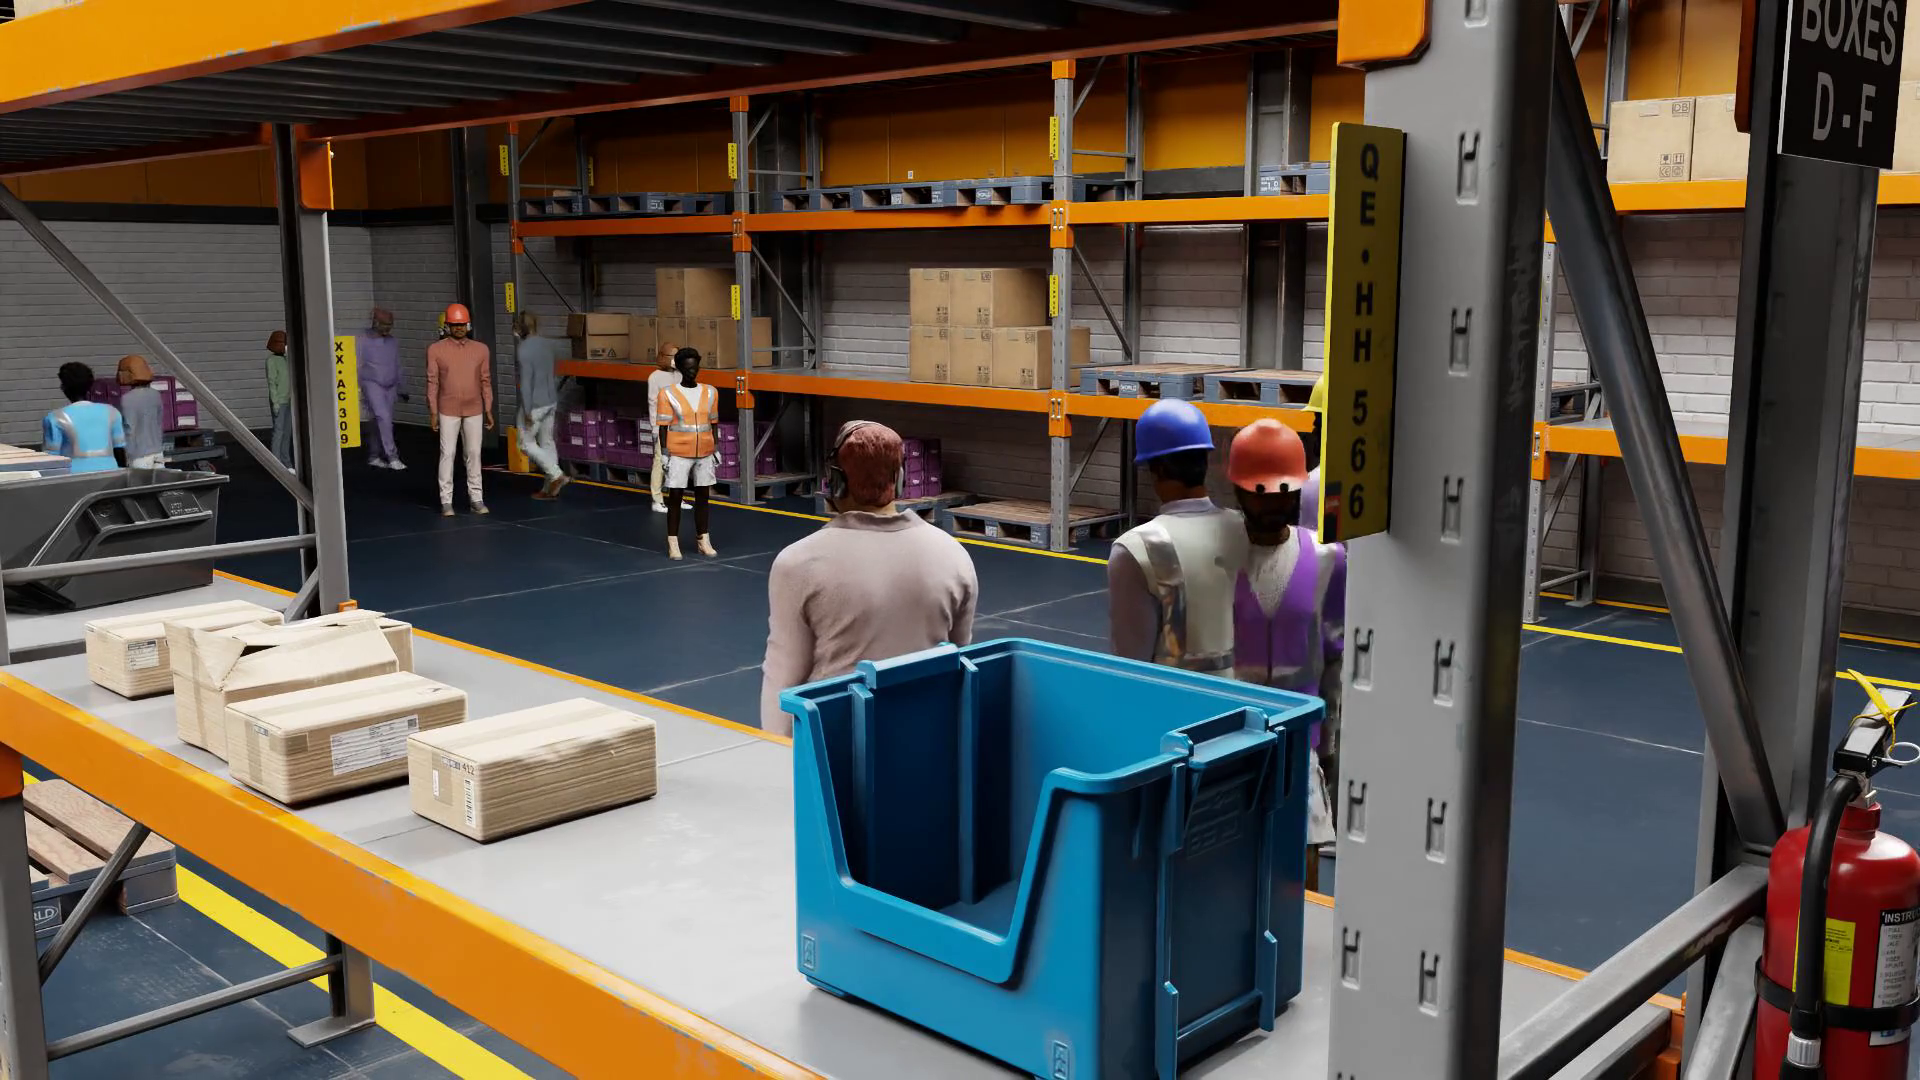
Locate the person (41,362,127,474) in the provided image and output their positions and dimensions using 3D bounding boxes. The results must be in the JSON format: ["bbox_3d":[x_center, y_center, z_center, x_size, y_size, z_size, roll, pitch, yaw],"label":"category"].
[{"bbox_3d":[-6.044,-0.381,11.425,0.593,1.674,0.557,6,11,33],"label":"person"}]

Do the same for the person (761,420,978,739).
[{"bbox_3d":[-0.269,0.613,4.702,0.643,1.900,0.403,-6,11,-32],"label":"person"}]

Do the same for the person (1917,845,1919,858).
[{"bbox_3d":[2.480,0.771,3.912,0.525,1.849,0.385,-1,9,-5],"label":"person"}]

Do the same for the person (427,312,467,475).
[{"bbox_3d":[-5.710,-1.638,18.677,0.592,1.837,0.404,-9,13,-42],"label":"person"}]

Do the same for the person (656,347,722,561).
[{"bbox_3d":[-2.153,-0.687,13.273,0.542,1.695,0.316,-6,11,-31],"label":"person"}]

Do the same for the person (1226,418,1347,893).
[{"bbox_3d":[0.876,0.595,4.831,0.557,1.880,0.989,0,9,-2],"label":"person"}]

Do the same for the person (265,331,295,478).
[{"bbox_3d":[-7.520,-1.506,18.490,0.277,1.633,0.502,0,9,2],"label":"person"}]

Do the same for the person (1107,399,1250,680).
[{"bbox_3d":[0.652,0.555,4.923,0.603,1.937,0.402,-6,11,-34],"label":"person"}]

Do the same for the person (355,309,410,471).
[{"bbox_3d":[-6.616,-1.719,19.138,0.888,1.843,0.700,4,10,25],"label":"person"}]

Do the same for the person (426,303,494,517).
[{"bbox_3d":[-4.684,-1.219,15.628,0.614,1.993,0.395,-6,11,-31],"label":"person"}]

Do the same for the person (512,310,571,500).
[{"bbox_3d":[-4.144,-1.316,16.453,0.498,1.917,0.659,3,10,19],"label":"person"}]

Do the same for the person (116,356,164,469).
[{"bbox_3d":[-6.536,-0.645,13.282,0.430,1.629,0.509,1,9,6],"label":"person"}]

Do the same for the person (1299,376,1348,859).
[{"bbox_3d":[1.488,0.295,6.547,0.385,1.928,0.589,9,13,43],"label":"person"}]

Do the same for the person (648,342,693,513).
[{"bbox_3d":[-2.770,-1.075,15.885,0.284,1.626,0.495,6,11,34],"label":"person"}]
